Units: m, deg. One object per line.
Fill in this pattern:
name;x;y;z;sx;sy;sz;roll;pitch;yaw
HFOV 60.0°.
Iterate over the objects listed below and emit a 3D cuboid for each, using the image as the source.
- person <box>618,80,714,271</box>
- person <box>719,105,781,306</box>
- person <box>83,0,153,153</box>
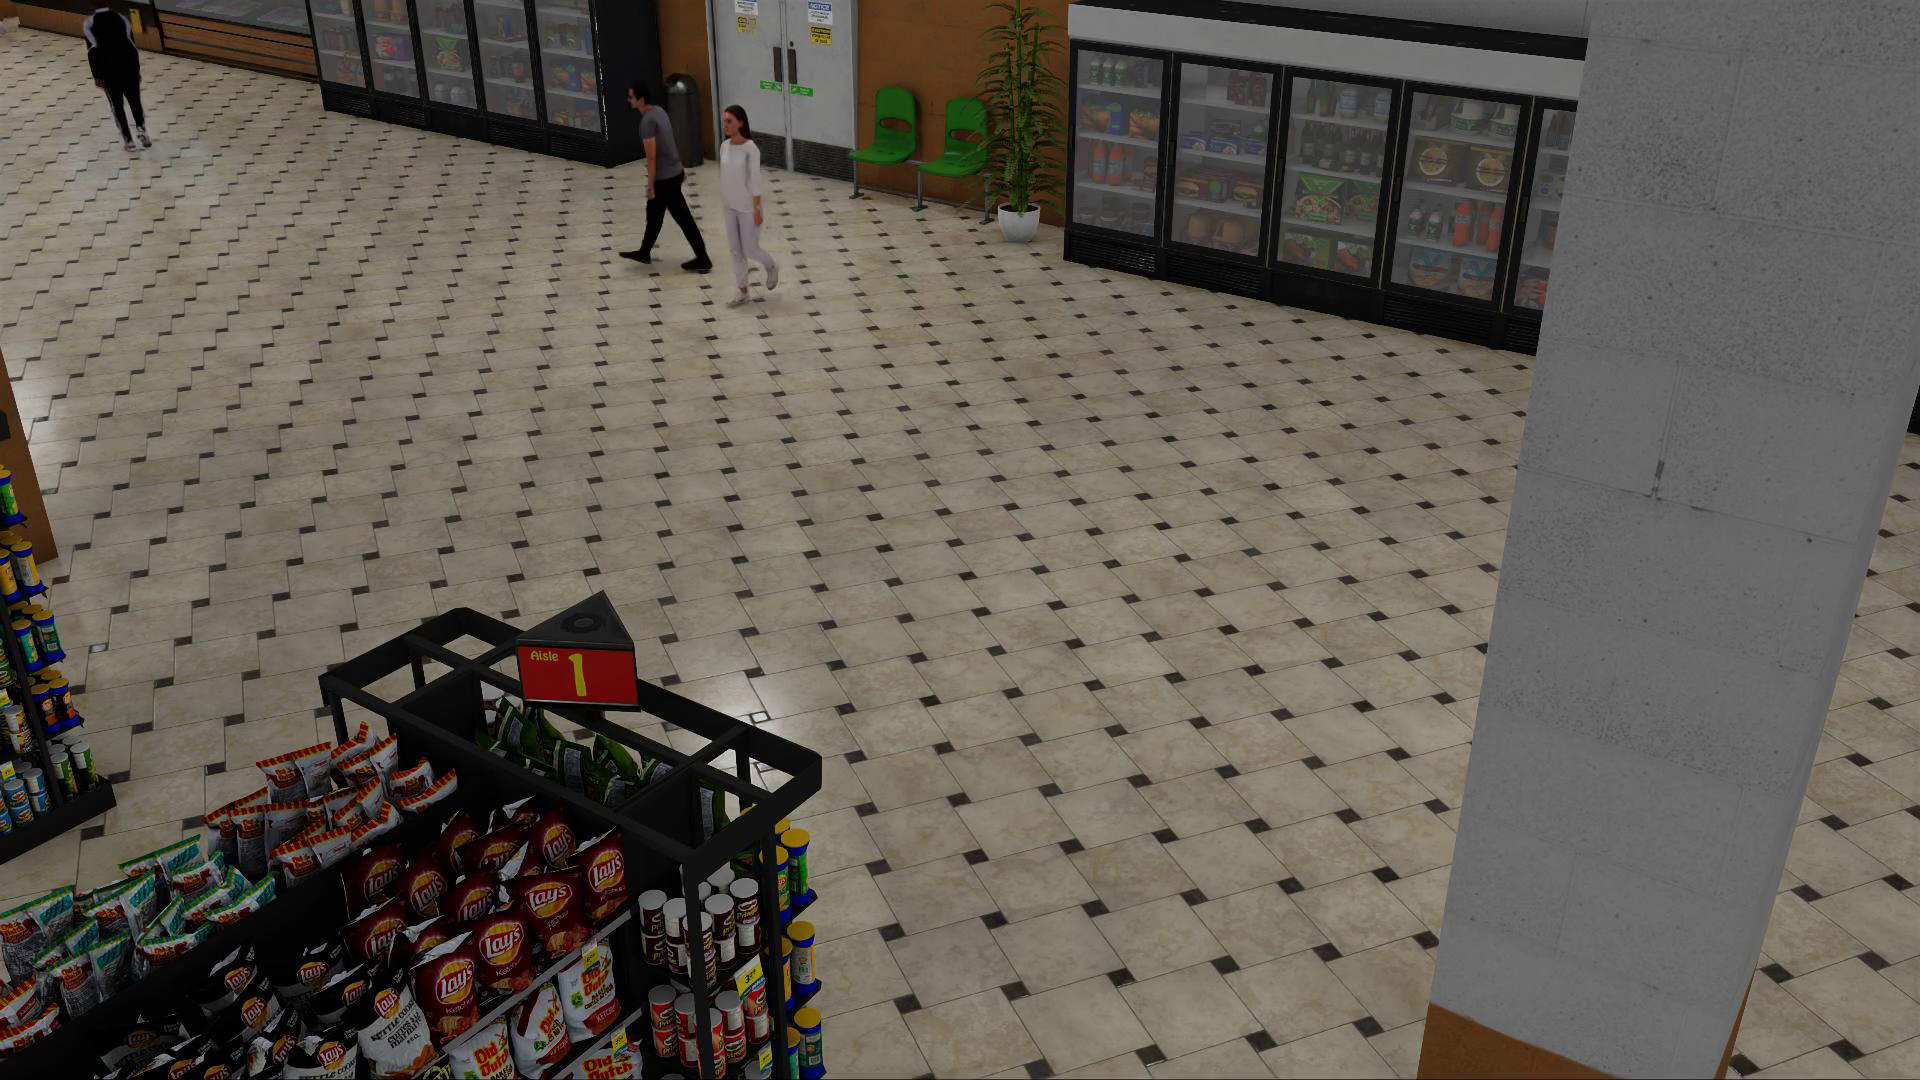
person;-2.527;-3.217;14.791;1.116;1.695;1.115;0;27;-1
person;-1.781;-2.830;14.048;0.607;1.679;0.807;17;31;30
person;-9.465;-5.277;18.716;0.786;1.819;0.852;-19;32;-32
